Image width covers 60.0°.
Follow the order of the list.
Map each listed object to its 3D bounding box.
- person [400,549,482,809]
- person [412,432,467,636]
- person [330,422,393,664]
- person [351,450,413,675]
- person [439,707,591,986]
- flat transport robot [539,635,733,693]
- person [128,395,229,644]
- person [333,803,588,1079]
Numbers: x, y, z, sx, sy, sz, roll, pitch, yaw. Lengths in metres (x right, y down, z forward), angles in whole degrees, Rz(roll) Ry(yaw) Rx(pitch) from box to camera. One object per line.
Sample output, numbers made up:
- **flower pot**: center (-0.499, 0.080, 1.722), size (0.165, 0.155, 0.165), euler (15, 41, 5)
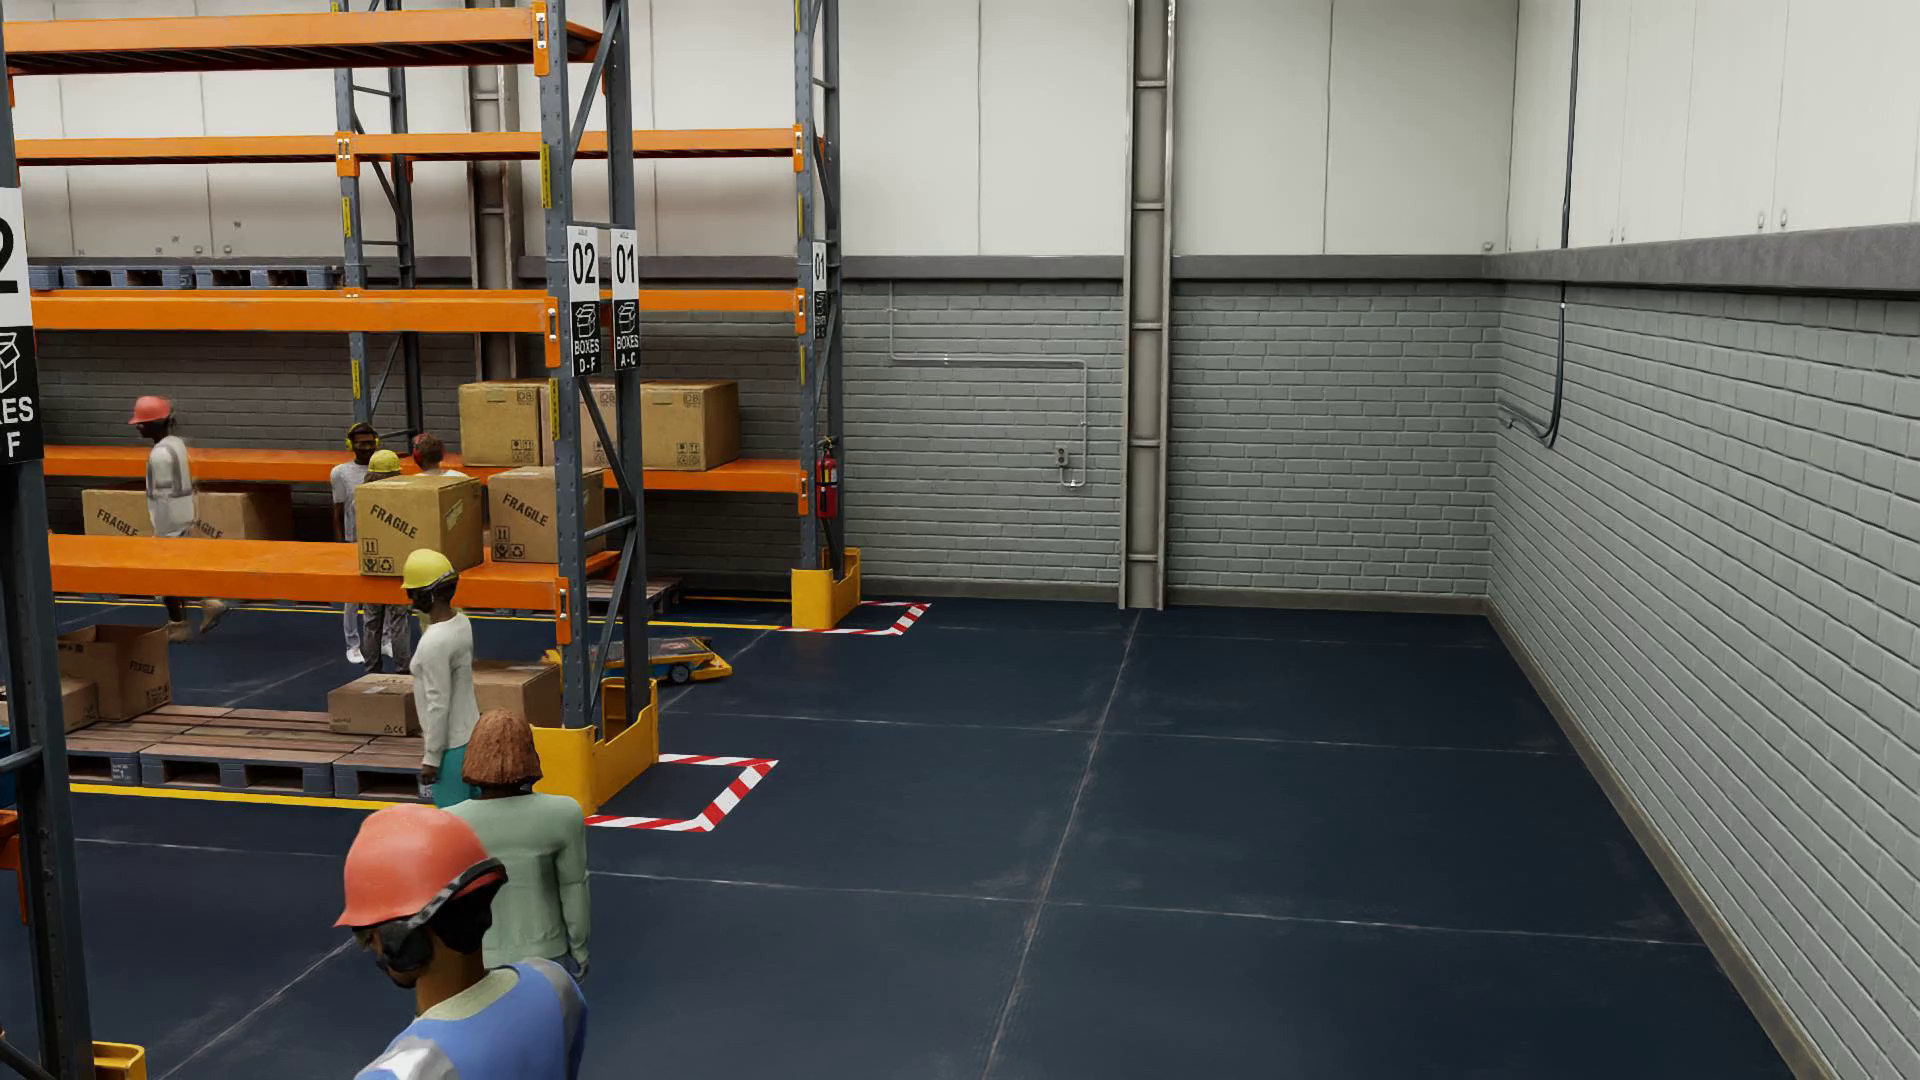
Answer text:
- **person**: center (-2.327, 0.912, 7.498), size (0.337, 1.761, 0.526), euler (0, 9, -2)
- **person**: center (-3.785, 0.139, 12.054), size (0.389, 1.847, 0.577), euler (7, 11, 36)
- **person**: center (-4.537, 0.020, 12.738), size (0.496, 1.861, 0.335), euler (-7, 11, -37)
- **person**: center (-4.047, 0.229, 11.783), size (0.493, 1.743, 0.314), euler (2, 9, 15)
- **person**: center (-1.420, 1.333, 5.277), size (0.497, 1.633, 0.285), euler (-3, 10, -19)
- **flat transport robot**: center (-2.445, 0.899, 12.183), size (1.431, 0.197, 0.652), euler (-4, 10, -23)
- **person**: center (-6.282, -0.152, 13.290), size (0.539, 2.020, 0.635), euler (-2, 9, -11)
- **person**: center (-0.941, 1.482, 3.123), size (0.407, 2.030, 0.611), euler (3, 10, 18)
